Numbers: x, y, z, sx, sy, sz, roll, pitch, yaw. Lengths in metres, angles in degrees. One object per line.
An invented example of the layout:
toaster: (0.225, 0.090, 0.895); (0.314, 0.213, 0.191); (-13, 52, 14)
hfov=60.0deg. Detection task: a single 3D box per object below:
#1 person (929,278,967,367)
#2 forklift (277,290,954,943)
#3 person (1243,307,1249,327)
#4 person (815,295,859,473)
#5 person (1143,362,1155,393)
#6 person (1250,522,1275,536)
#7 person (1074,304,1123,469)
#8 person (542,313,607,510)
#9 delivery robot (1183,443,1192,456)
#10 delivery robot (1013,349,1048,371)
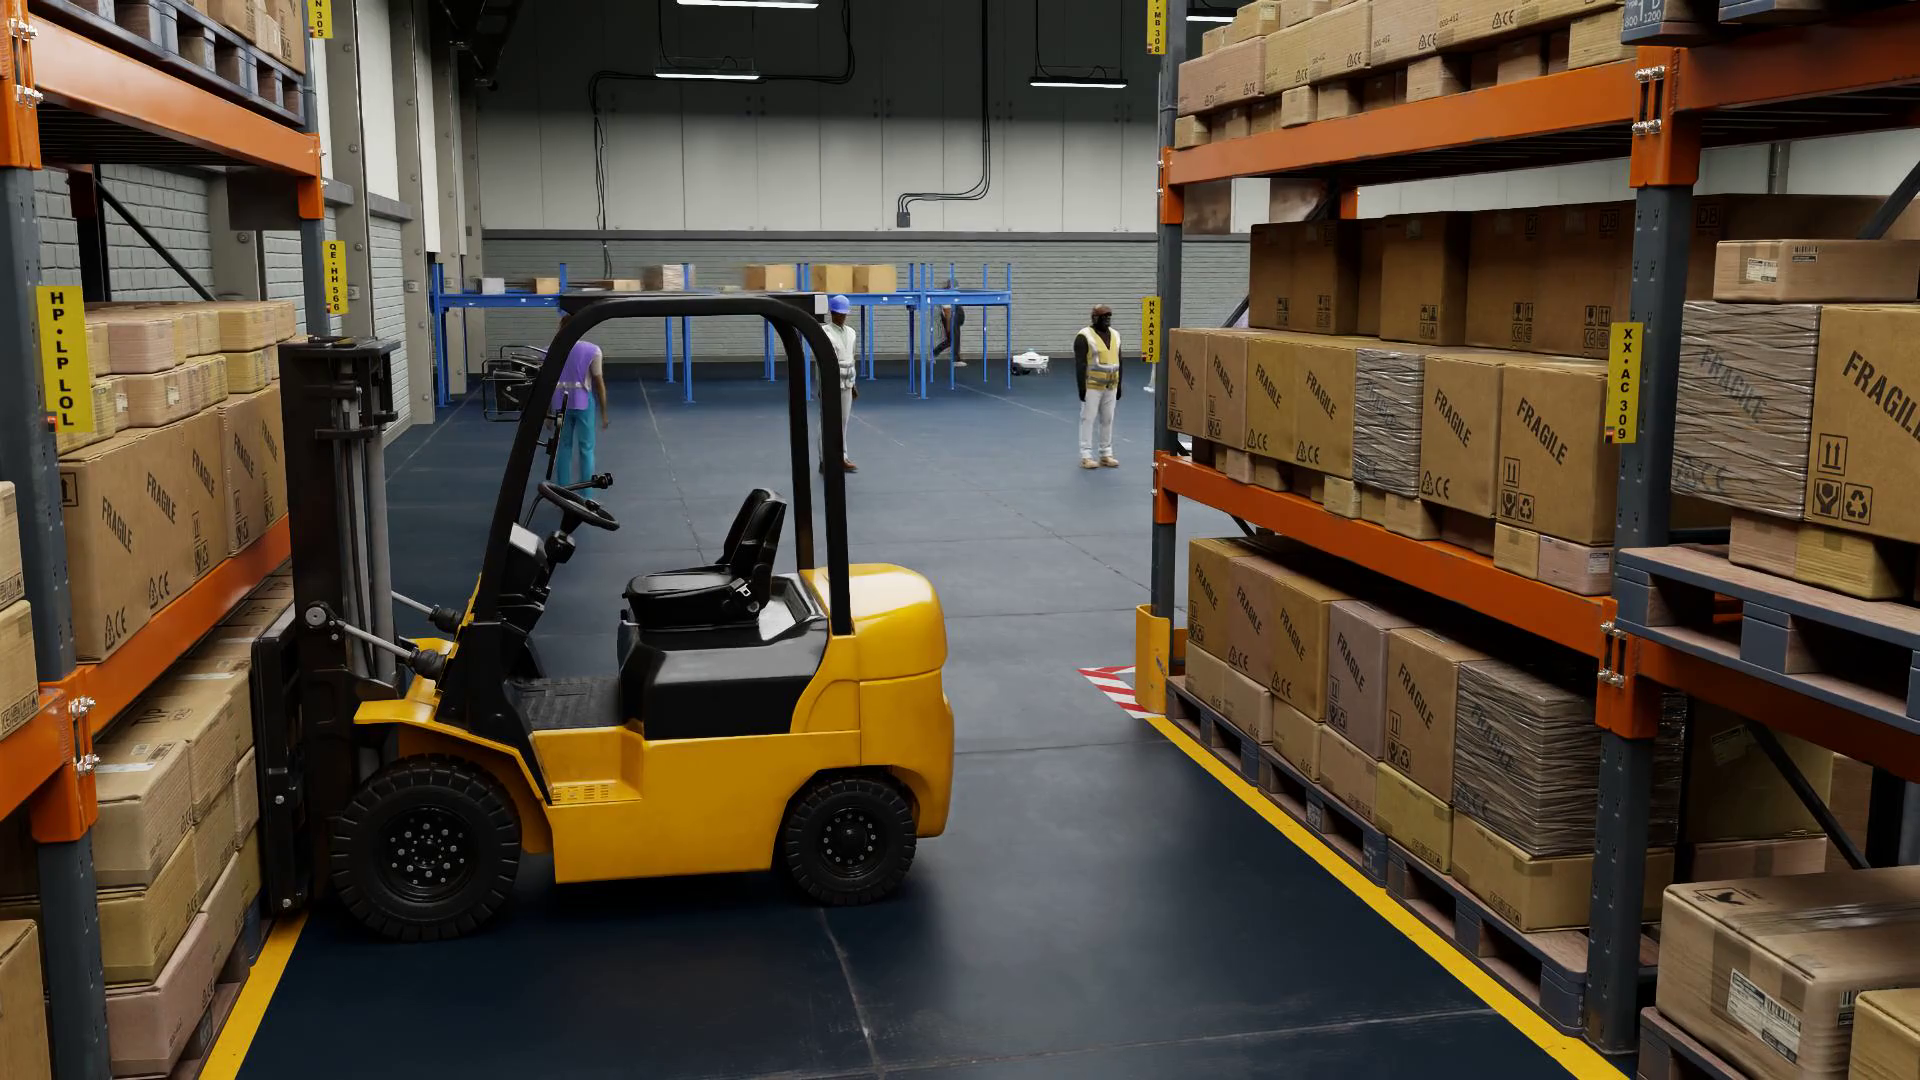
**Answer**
person: (-0.268, -4.955, 37.876); (0.768, 2.000, 0.687); (1, 9, 7)
forklift: (-1.179, 0.175, 6.143); (2.313, 2.155, 1.214); (-2, 10, -12)
person: (5.532, -3.705, 30.575); (0.684, 1.889, 0.481); (-5, 11, -30)
person: (-1.341, -1.706, 18.254); (0.410, 1.940, 0.605); (7, 12, 38)
person: (3.623, -3.419, 29.781); (0.525, 1.583, 0.713); (-5, 10, -26)
person: (1.946, -0.402, 9.994); (0.615, 2.041, 0.392); (4, 10, 24)
person: (1.580, -1.732, 18.755); (0.629, 1.837, 0.430); (-6, 11, -34)
person: (-3.576, -1.196, 15.434); (0.571, 1.843, 0.372); (1, 9, 8)
delivery robot: (2.642, -0.886, 17.308); (0.477, 0.478, 0.707); (-6, 11, -34)
delivery robot: (1.472, -3.749, 34.762); (0.707, 0.478, 0.477); (5, 11, 29)
